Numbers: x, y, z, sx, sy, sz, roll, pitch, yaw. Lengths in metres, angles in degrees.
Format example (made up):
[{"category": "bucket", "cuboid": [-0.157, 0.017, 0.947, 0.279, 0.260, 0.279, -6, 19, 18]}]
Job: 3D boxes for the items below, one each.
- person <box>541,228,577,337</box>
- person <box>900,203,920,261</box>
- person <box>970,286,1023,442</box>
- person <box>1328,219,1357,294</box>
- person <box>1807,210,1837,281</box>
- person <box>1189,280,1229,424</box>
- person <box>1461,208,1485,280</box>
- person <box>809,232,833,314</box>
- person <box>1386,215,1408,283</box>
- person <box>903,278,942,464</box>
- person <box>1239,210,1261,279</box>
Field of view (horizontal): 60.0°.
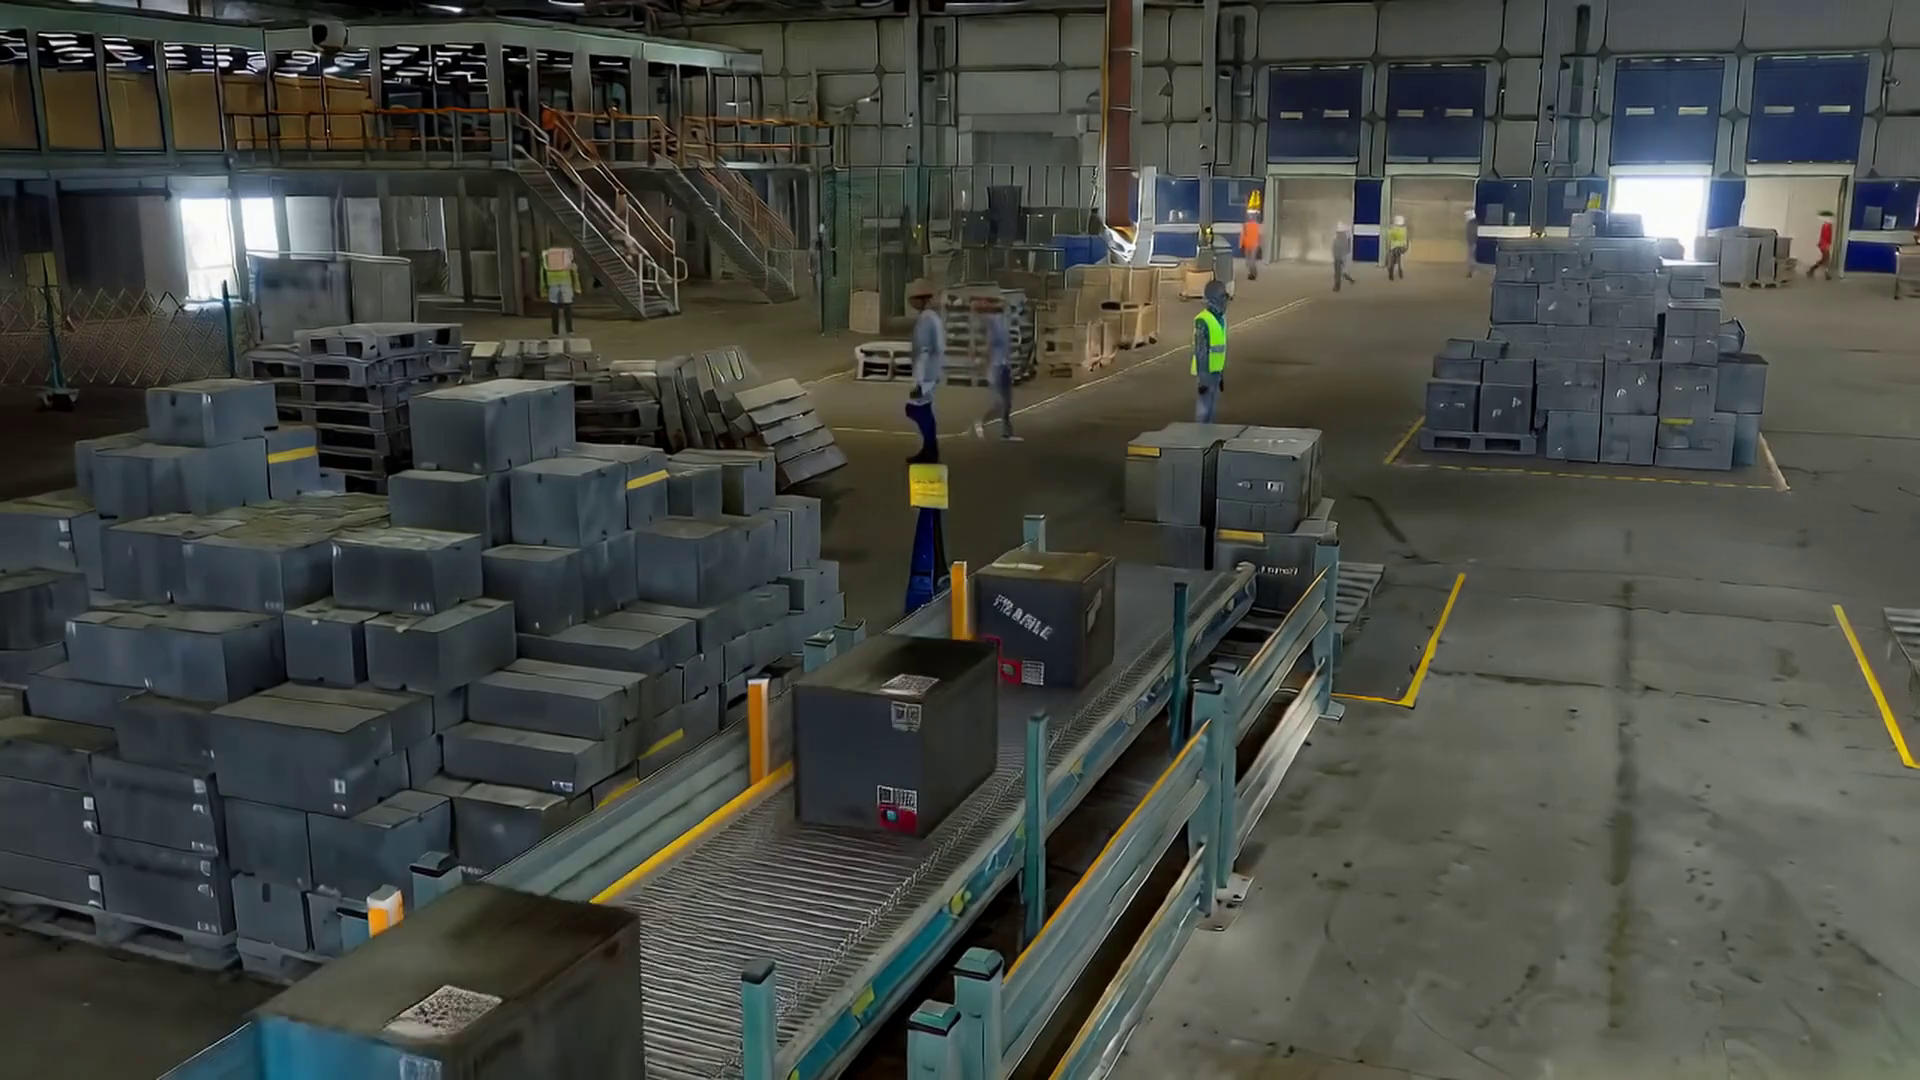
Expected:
[{"category": "person", "cuboid": [-7.288, -4.671, 30.219, 0.608, 1.958, 0.385, 0, 13, 1]}, {"category": "person", "cuboid": [-1.618, -10.172, 54.983, 0.901, 1.906, 0.617, 5, 14, 21]}, {"category": "person", "cuboid": [0.434, -1.936, 18.463, 0.502, 1.730, 0.556, 3, 13, 15]}, {"category": "person", "cuboid": [9.296, -6.870, 40.387, 0.551, 1.826, 0.631, 7, 14, 28]}, {"category": "person", "cuboid": [23.587, -8.041, 45.435, 0.587, 1.913, 0.603, 3, 13, 12]}, {"category": "person", "cuboid": [2.516, -1.664, 16.826, 0.372, 1.917, 0.596, 6, 14, 25]}, {"category": "person", "cuboid": [14.049, -8.111, 45.601, 0.586, 1.977, 0.633, 10, 16, 38]}, {"category": "person", "cuboid": [-2.910, -5.594, 34.892, 0.492, 1.731, 0.366, -1, 13, -5]}, {"category": "person", "cuboid": [11.821, -7.819, 44.693, 0.641, 1.798, 0.853, -9, 15, -34]}, {"category": "person", "cuboid": [-0.382, -1.717, 17.050, 0.386, 1.931, 0.581, 1, 13, 5]}, {"category": "person", "cuboid": [8.094, -8.186, 46.133, 0.543, 1.904, 0.917, -5, 13, -20]}]
